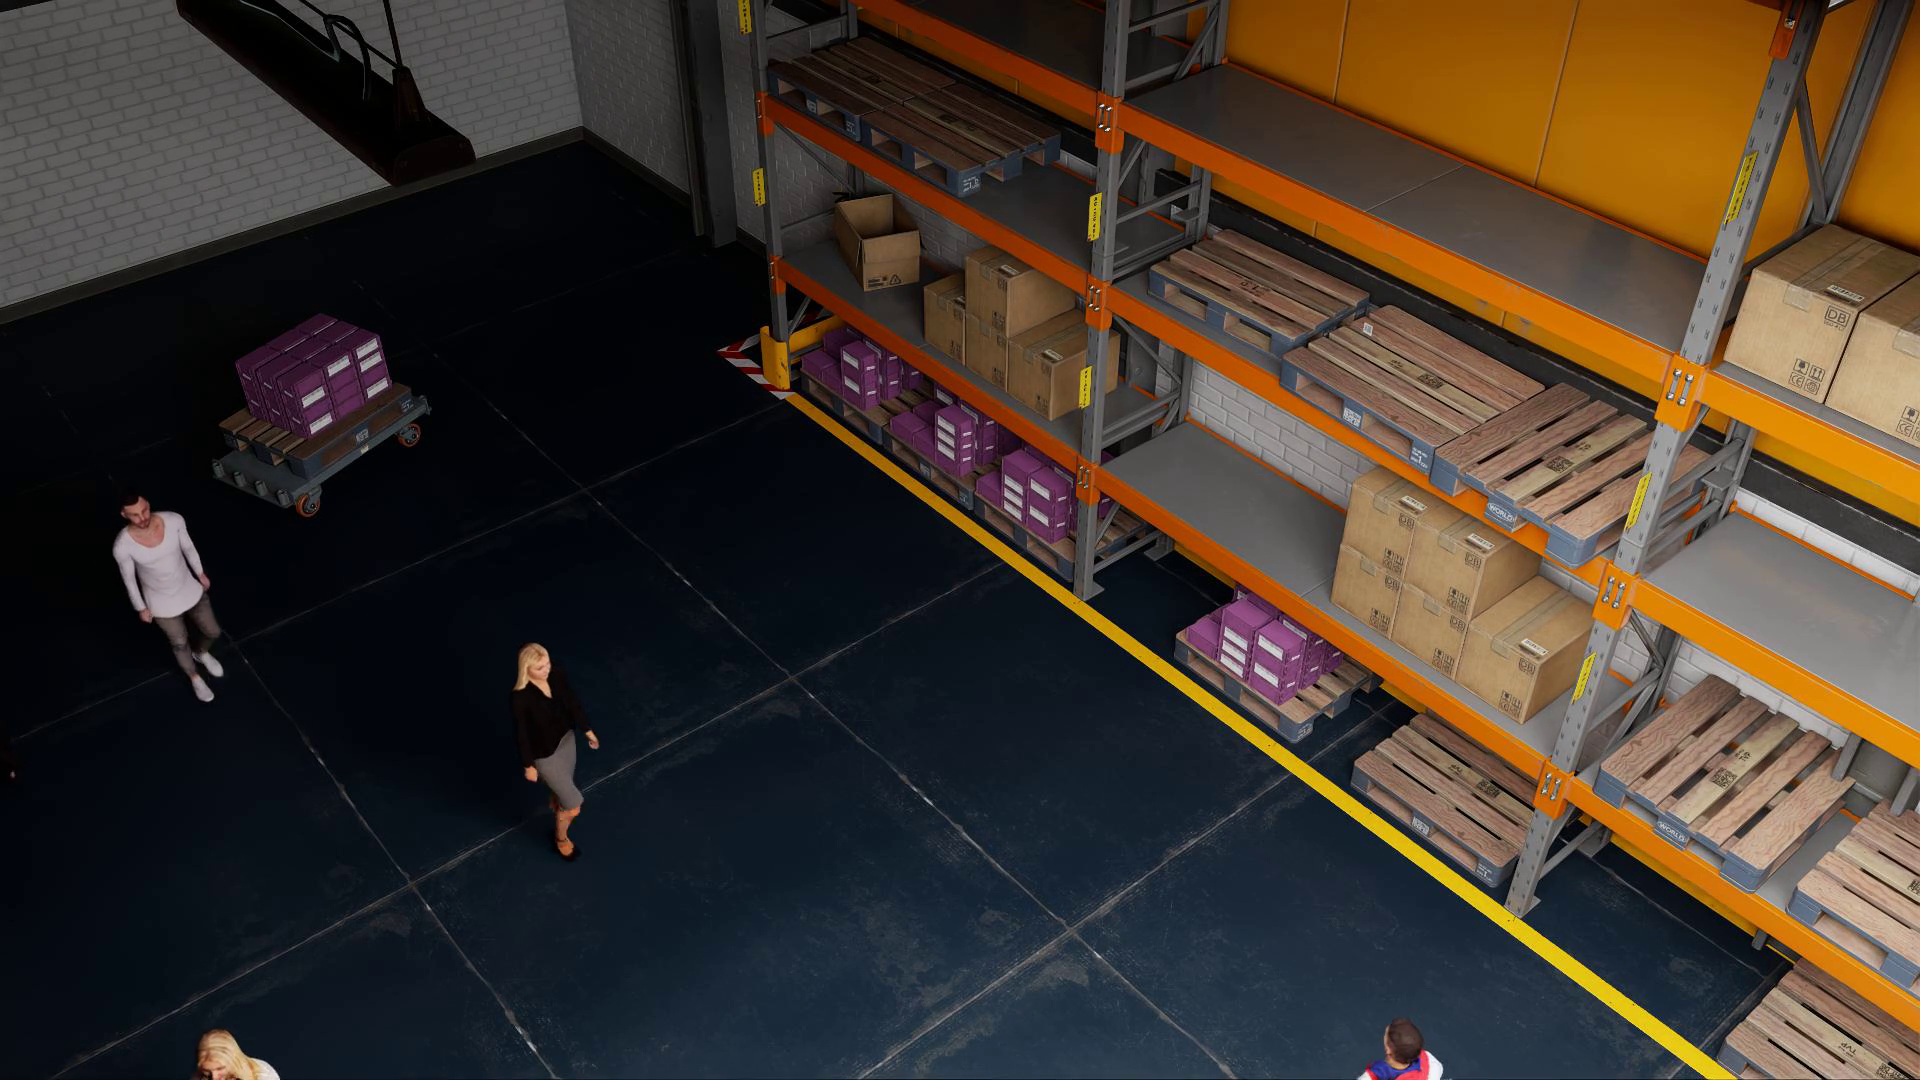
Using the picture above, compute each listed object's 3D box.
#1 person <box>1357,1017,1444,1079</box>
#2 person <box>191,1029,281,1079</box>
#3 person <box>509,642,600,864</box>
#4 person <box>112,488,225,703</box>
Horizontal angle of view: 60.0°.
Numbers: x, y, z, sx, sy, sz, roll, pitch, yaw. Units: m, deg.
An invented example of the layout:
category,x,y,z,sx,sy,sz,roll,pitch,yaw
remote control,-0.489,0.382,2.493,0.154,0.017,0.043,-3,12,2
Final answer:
category,x,y,z,sx,sy,sz,roll,pitch,yaw
person,2.152,3.052,8.284,1.029,1.706,1.256,-7,39,-8
person,-3.473,2.977,8.286,0.679,1.822,0.696,-6,39,-7
person,-2.606,1.310,10.367,0.753,1.830,0.732,16,41,19
person,-5.531,0.329,11.596,0.696,1.828,0.720,31,48,33
